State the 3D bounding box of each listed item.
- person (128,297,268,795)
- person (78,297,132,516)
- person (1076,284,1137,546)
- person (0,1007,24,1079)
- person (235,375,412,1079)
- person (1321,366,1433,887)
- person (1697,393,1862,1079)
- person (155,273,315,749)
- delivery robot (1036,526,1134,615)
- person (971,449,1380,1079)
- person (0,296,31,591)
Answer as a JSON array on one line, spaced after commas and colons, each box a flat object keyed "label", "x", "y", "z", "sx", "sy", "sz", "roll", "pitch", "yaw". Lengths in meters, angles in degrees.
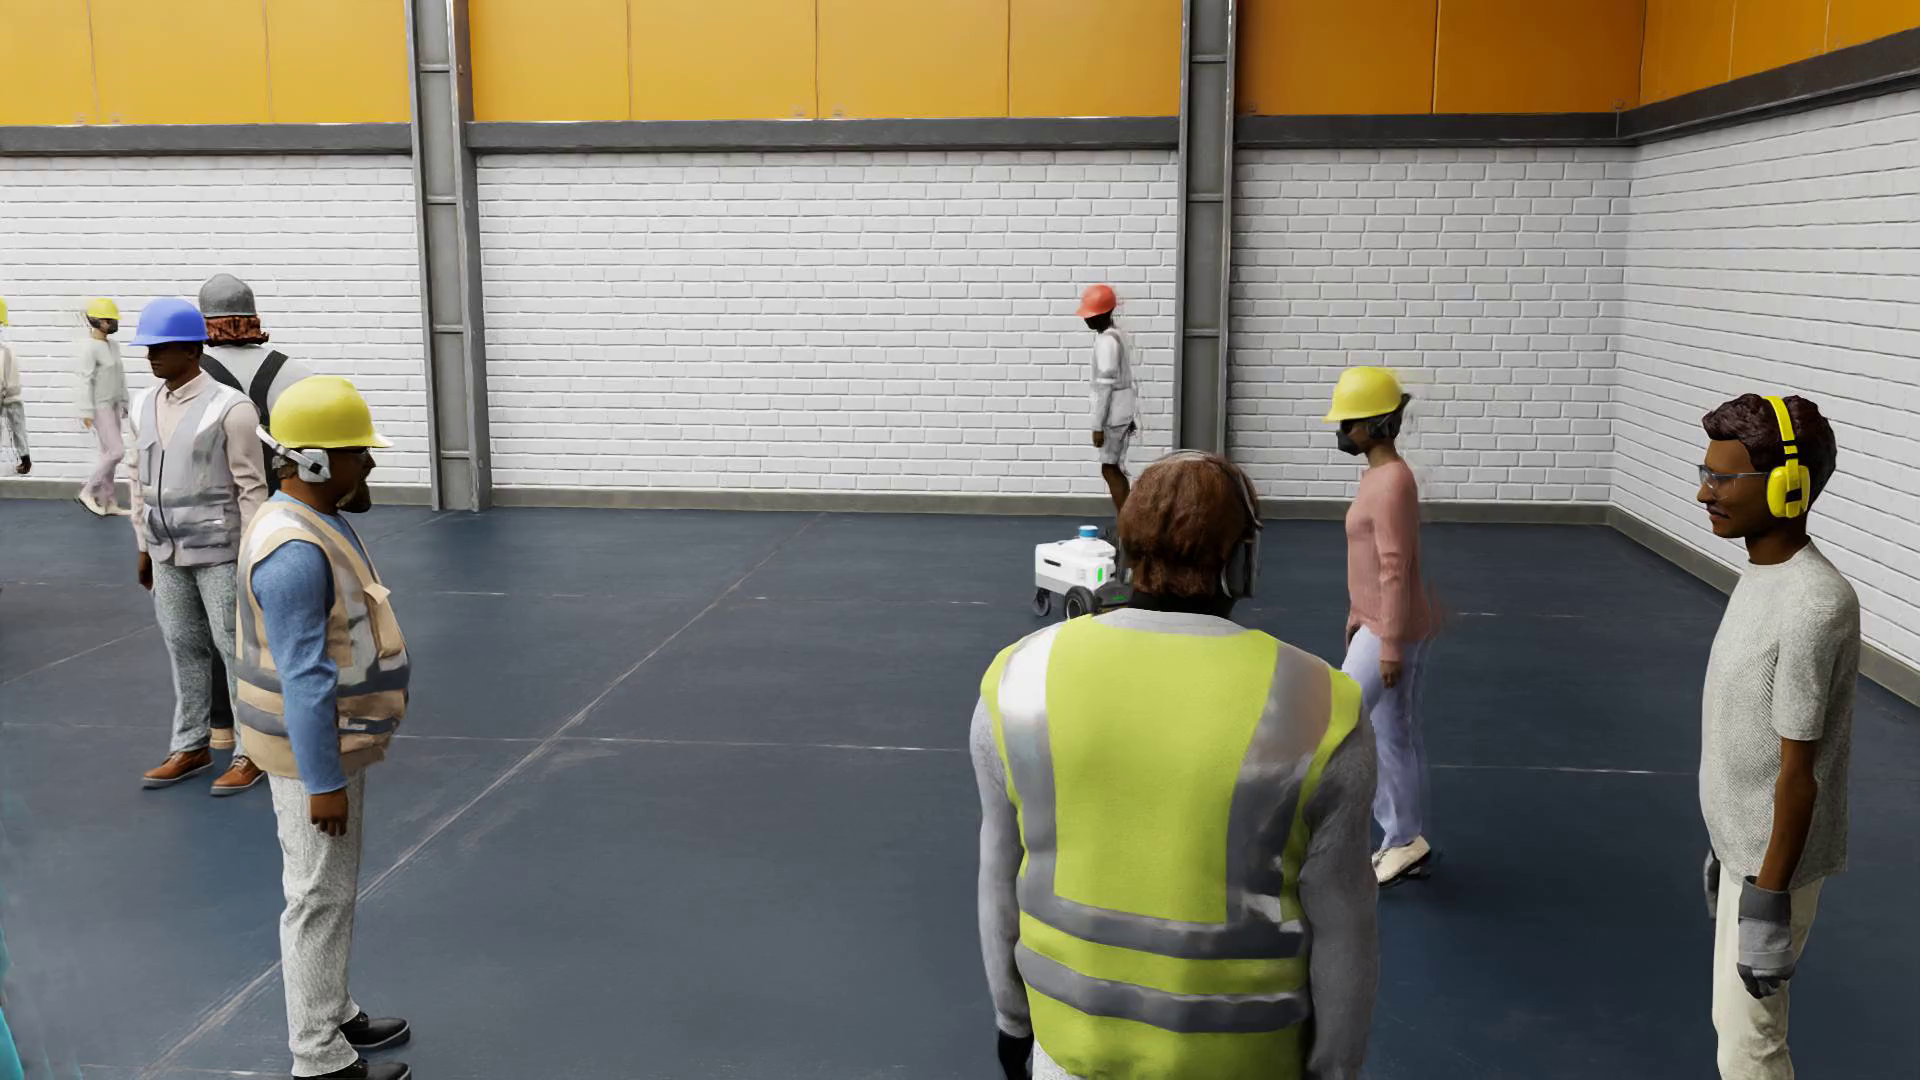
[{"label": "person", "x": -2.982, "y": 0.031, "z": 6.500, "sx": 0.606, "sy": 1.947, "sz": 0.406, "roll": 4, "pitch": 11, "yaw": 19}, {"label": "person", "x": -6.760, "y": -1.040, "z": 13.202, "sx": 0.369, "sy": 1.756, "sz": 0.537, "roll": -1, "pitch": 10, "yaw": -5}, {"label": "person", "x": 1.066, "y": -0.883, "z": 11.897, "sx": 0.500, "sy": 1.889, "sz": 0.602, "roll": 2, "pitch": 10, "yaw": 9}, {"label": "person", "x": -1.444, "y": 0.848, "z": 2.197, "sx": 0.557, "sy": 1.822, "sz": 0.556, "roll": 7, "pitch": 12, "yaw": 36}, {"label": "person", "x": -1.584, "y": 0.500, "z": 4.186, "sx": 0.404, "sy": 1.824, "sz": 0.585, "roll": -2, "pitch": 10, "yaw": -14}, {"label": "person", "x": 1.387, "y": 0.302, "z": 5.518, "sx": 0.418, "sy": 1.748, "sz": 0.543, "roll": 3, "pitch": 10, "yaw": 14}, {"label": "person", "x": 1.549, "y": 0.642, "z": 3.270, "sx": 0.333, "sy": 1.859, "sz": 0.509, "roll": 3, "pitch": 10, "yaw": 18}, {"label": "person", "x": -3.111, "y": -0.139, "z": 7.208, "sx": 0.680, "sy": 2.000, "sz": 0.535, "roll": -7, "pitch": 12, "yaw": -35}, {"label": "delivery robot", "x": 0.730, "y": 0.164, "z": 9.457, "sx": 0.477, "sy": 0.478, "sz": 0.707, "roll": -6, "pitch": 11, "yaw": -29}, {"label": "person", "x": 0.332, "y": 0.773, "z": 2.601, "sx": 0.631, "sy": 1.832, "sz": 0.429, "roll": 4, "pitch": 11, "yaw": 23}, {"label": "person", "x": -6.050, "y": -0.585, "z": 10.211, "sx": 0.544, "sy": 1.880, "sz": 0.605, "roll": 5, "pitch": 11, "yaw": 25}]
